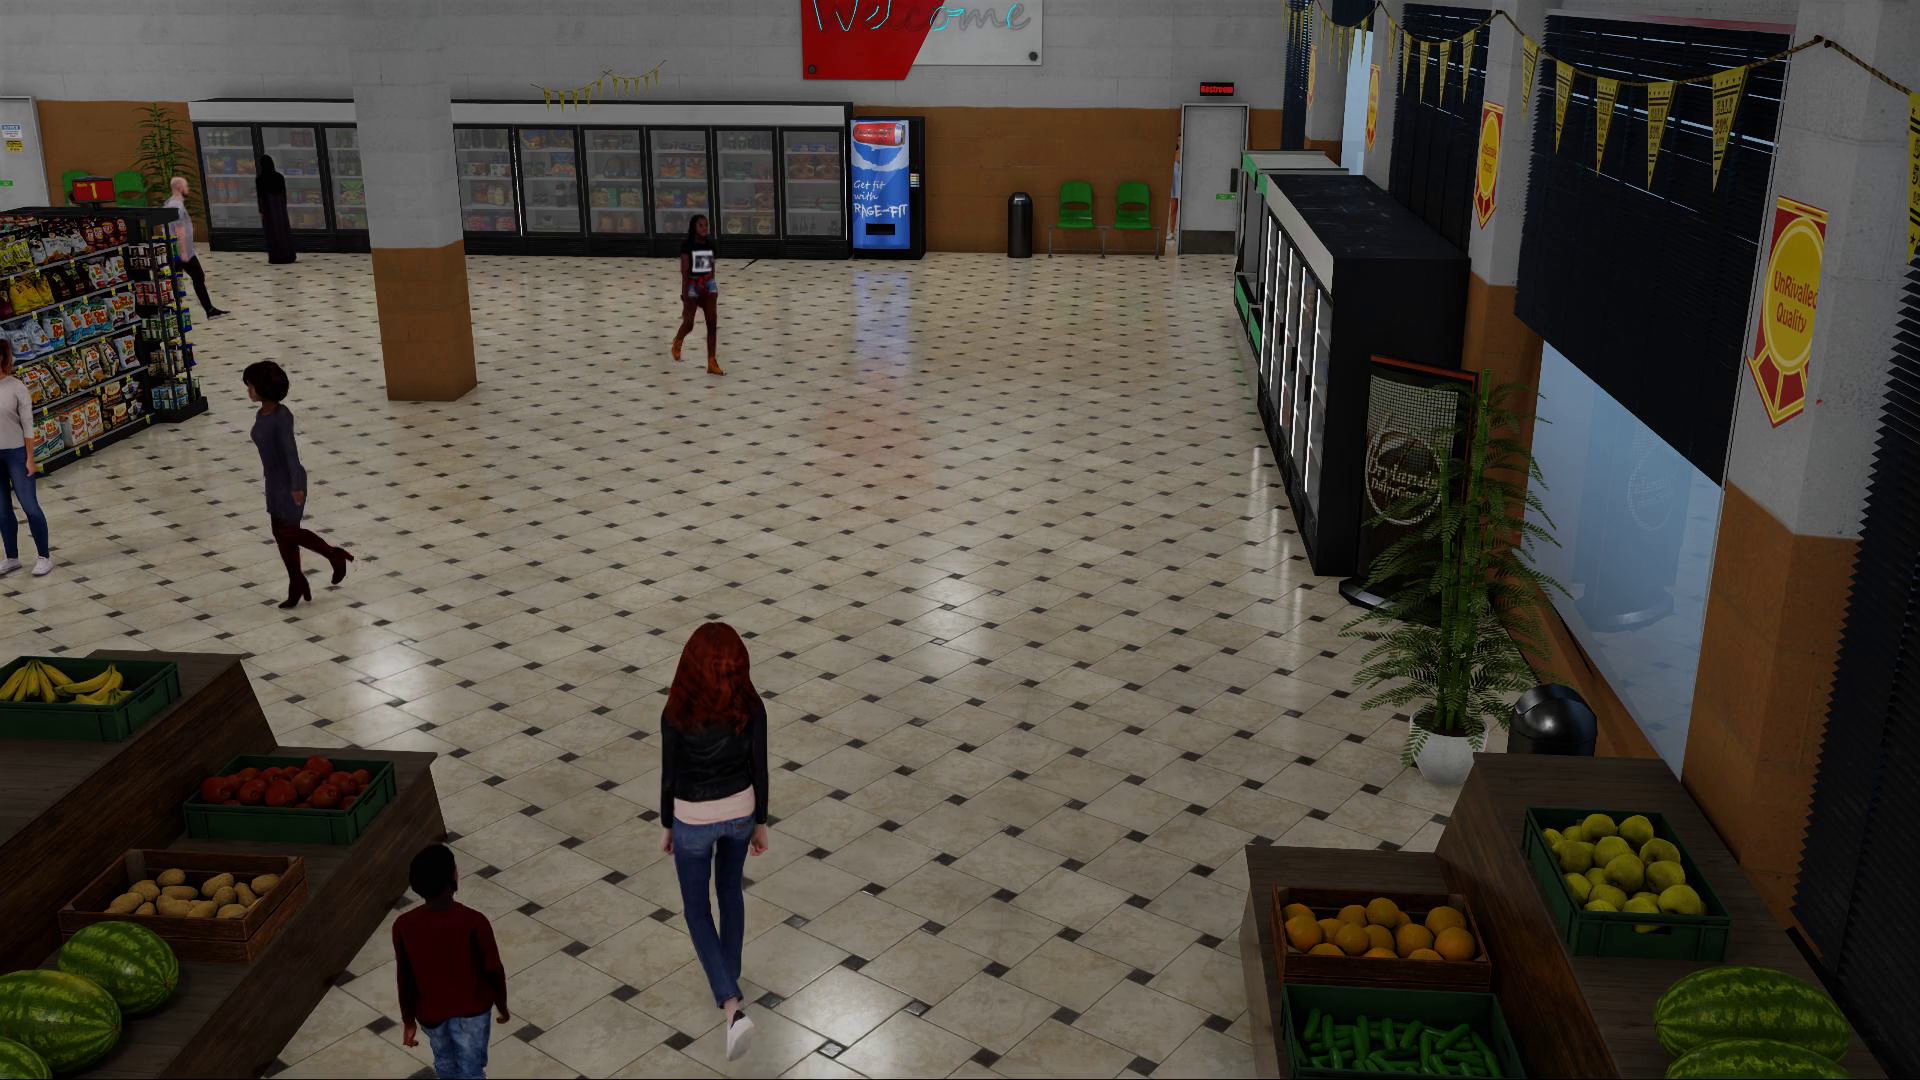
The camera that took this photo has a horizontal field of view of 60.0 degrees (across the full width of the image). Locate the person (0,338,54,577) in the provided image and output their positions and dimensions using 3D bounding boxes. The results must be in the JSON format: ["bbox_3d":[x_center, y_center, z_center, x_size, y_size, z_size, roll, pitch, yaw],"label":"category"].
[{"bbox_3d":[-6.789,-0.590,11.852,0.617,1.719,0.554,0,19,1],"label":"person"}]

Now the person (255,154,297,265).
[{"bbox_3d":[-10.332,-4.982,25.044,0.719,1.611,0.779,-15,24,-38],"label":"person"}]

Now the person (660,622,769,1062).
[{"bbox_3d":[-0.945,1.192,6.501,0.913,1.760,1.162,-7,20,-20],"label":"person"}]

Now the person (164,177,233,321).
[{"bbox_3d":[-9.671,-3.495,20.376,1.175,1.778,1.292,-10,21,-28],"label":"person"}]

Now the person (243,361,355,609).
[{"bbox_3d":[-4.470,-0.372,11.238,0.834,1.698,0.904,18,25,42],"label":"person"}]

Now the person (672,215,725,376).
[{"bbox_3d":[-2.866,-2.645,17.963,1.010,1.709,1.097,-14,23,-36],"label":"person"}]

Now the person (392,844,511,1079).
[{"bbox_3d":[-1.798,1.681,5.863,0.587,1.242,0.896,-1,19,-2],"label":"person"}]
